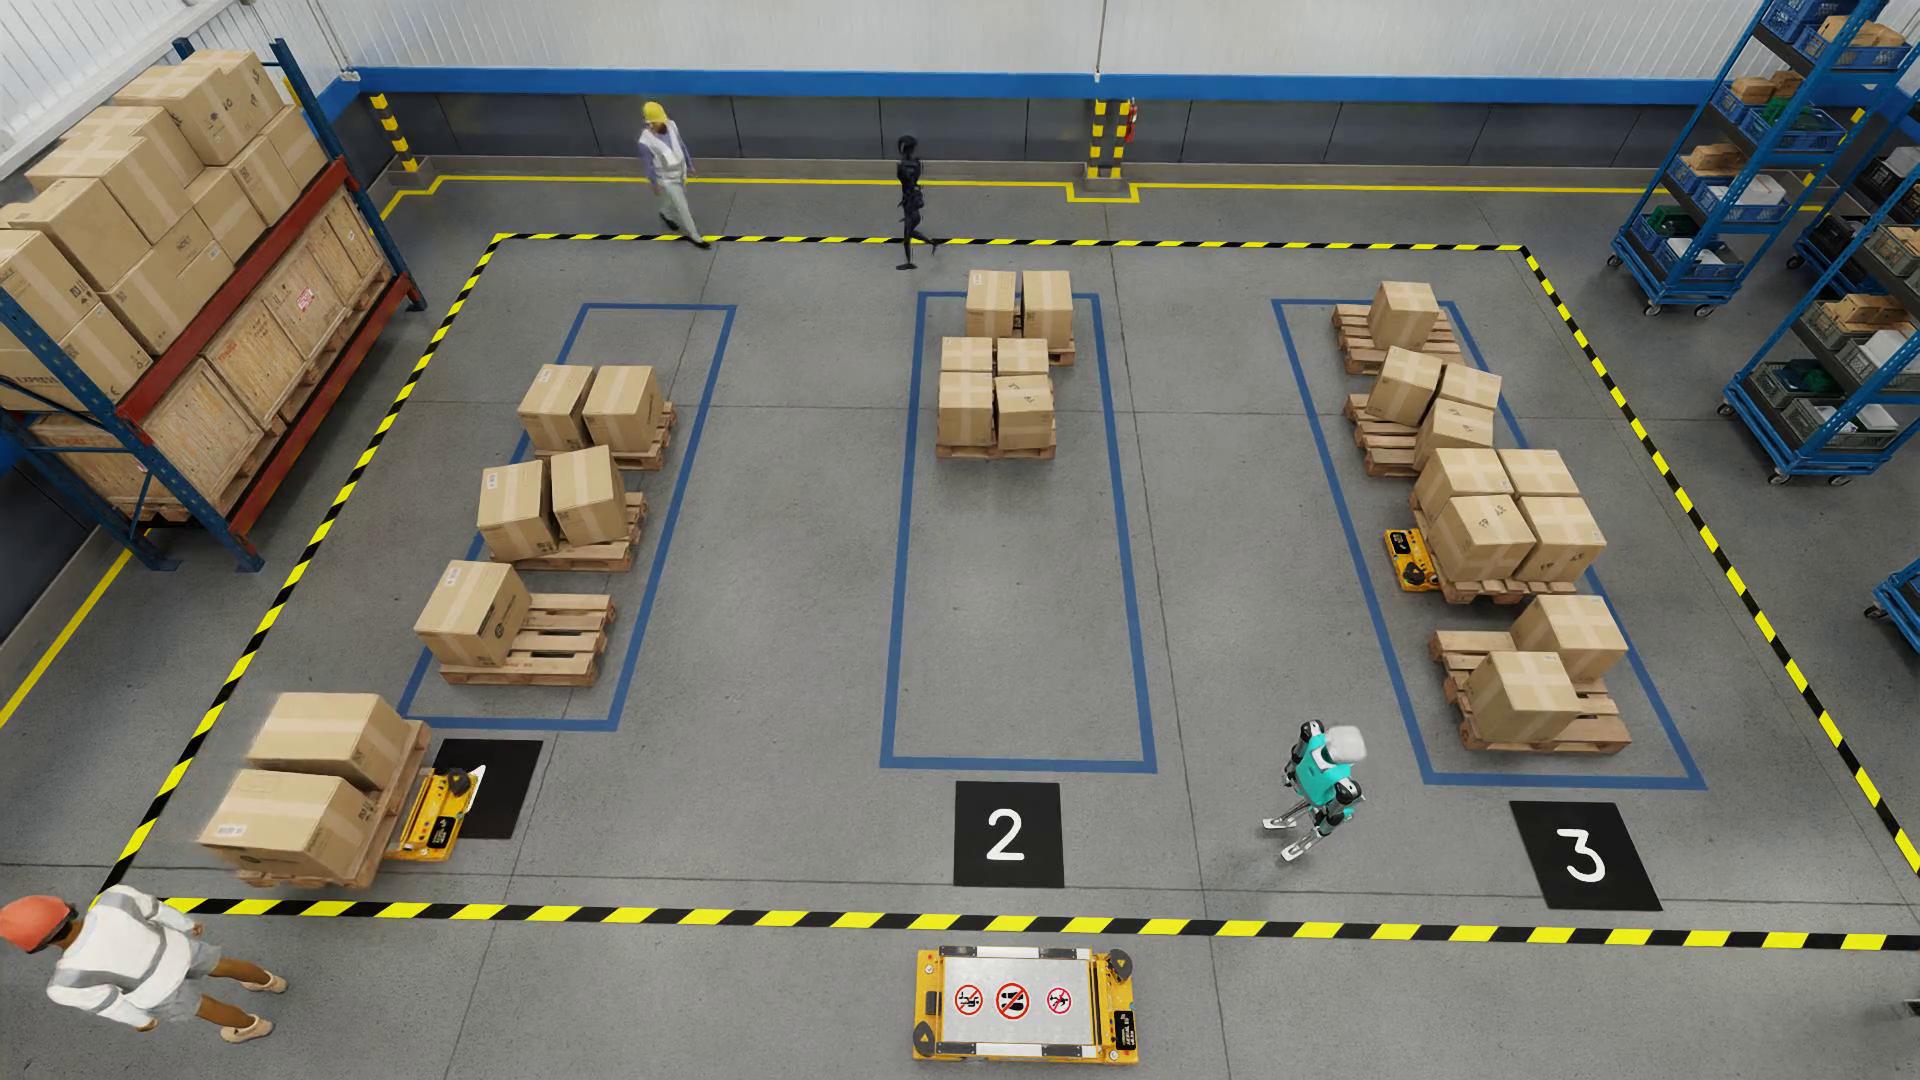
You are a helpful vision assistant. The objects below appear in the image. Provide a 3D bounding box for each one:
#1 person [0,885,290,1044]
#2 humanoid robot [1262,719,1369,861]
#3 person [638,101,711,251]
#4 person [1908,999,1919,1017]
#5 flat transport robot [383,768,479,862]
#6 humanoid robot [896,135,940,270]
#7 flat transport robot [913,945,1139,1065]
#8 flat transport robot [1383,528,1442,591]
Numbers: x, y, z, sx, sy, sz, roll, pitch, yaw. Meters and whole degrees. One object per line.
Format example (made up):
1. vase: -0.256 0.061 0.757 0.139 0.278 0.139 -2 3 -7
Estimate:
1. person: -4.667 2.491 5.312 0.369 2.040 0.615 -2 51 -1
2. humanoid robot: 2.495 1.657 6.104 0.735 1.672 0.533 -13 52 -10
3. person: -3.542 -4.460 11.135 0.852 1.800 0.591 22 54 17
4. person: 6.525 2.628 5.331 0.640 1.838 0.588 -1 51 -1
5. flat transport robot: -4.436 2.023 6.819 1.431 0.197 0.652 1 51 1
6. humanoid robot: -0.518 -3.950 10.804 0.539 1.644 0.595 -7 51 -6
7. flat transport robot: 0.422 3.041 6.007 1.431 0.231 0.659 1 51 1
8. flat transport robot: 4.689 0.155 8.342 1.431 0.197 0.652 1 51 1
